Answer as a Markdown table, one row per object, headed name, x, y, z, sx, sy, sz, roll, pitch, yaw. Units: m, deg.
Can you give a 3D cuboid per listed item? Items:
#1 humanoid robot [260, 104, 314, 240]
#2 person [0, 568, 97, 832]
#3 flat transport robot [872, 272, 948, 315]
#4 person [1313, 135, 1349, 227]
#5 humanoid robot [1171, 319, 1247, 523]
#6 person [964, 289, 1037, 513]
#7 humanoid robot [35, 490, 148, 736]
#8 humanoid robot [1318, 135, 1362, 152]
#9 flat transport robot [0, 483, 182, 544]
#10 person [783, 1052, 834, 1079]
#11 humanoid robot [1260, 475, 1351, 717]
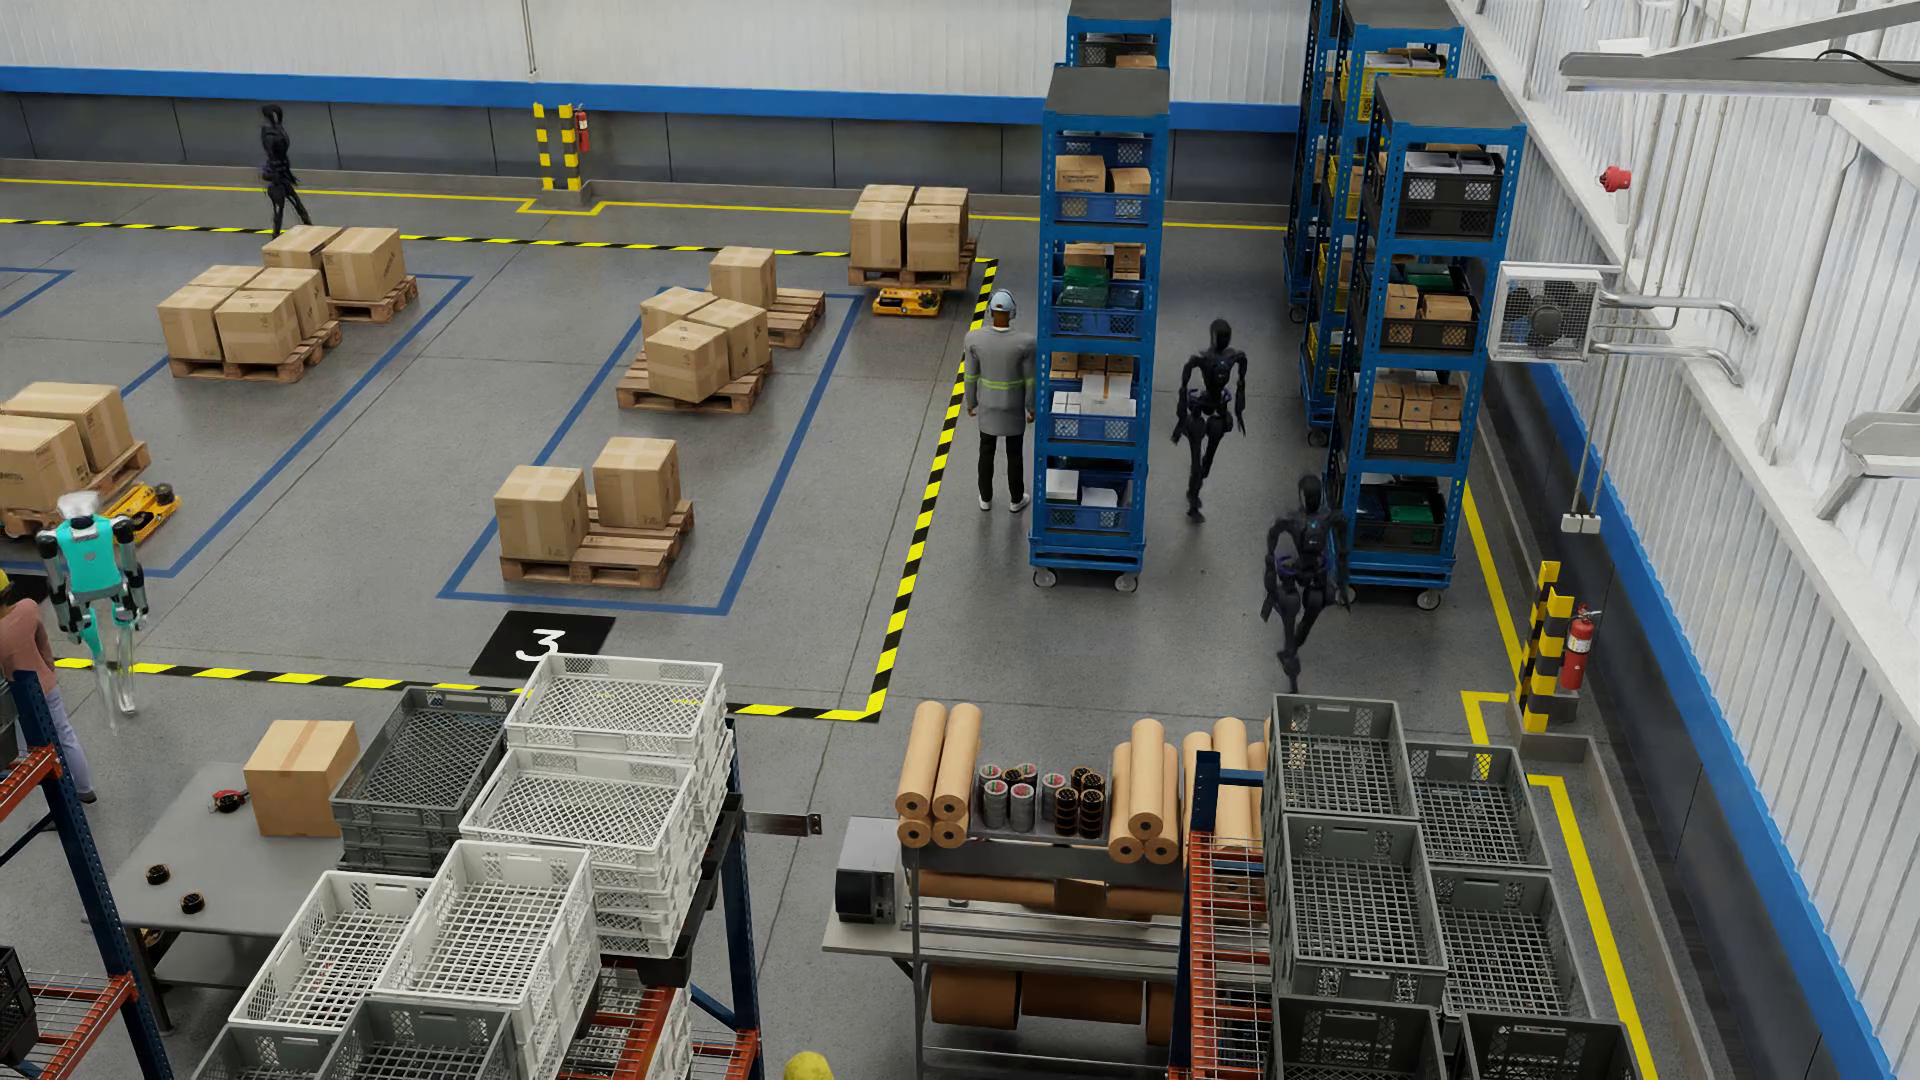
| name | x | y | z | sx | sy | sz | roll | pitch | yaw |
| --- | --- | --- | --- | --- | --- | --- | --- | --- | --- |
| humanoid robot | -7.292 | -3.907 | 18.006 | 0.710 | 1.629 | 0.610 | -3 | 30 | -5 |
| person | -5.416 | 0.900 | 9.635 | 0.298 | 1.772 | 0.531 | 4 | 30 | 7 |
| flat transport robot | -0.479 | -2.704 | 17.289 | 0.652 | 0.197 | 1.431 | 3 | 30 | 6 |
| person | 4.007 | -4.039 | 18.051 | 0.388 | 1.837 | 0.564 | 7 | 31 | 11 |
| humanoid robot | 1.962 | -0.936 | 12.896 | 0.604 | 1.643 | 0.642 | -8 | 31 | -14 |
| person | 0.329 | -1.077 | 12.953 | 0.587 | 1.849 | 0.390 | 6 | 31 | 9 |
| humanoid robot | -5.427 | 0.409 | 10.537 | 0.560 | 1.799 | 0.798 | -17 | 34 | -26 |
| humanoid robot | 4.103 | -4.034 | 18.211 | 0.613 | 1.640 | 0.309 | 25 | 38 | 36 |
| flat transport robot | -6.978 | -0.249 | 13.074 | 1.431 | 0.197 | 0.652 | 3 | 30 | 6 |
| person | -0.552 | 2.694 | 6.583 | 0.485 | 1.739 | 0.310 | -22 | 37 | -33 |
| humanoid robot | 2.255 | 0.311 | 10.791 | 0.596 | 1.626 | 0.786 | -4 | 30 | -6 |
